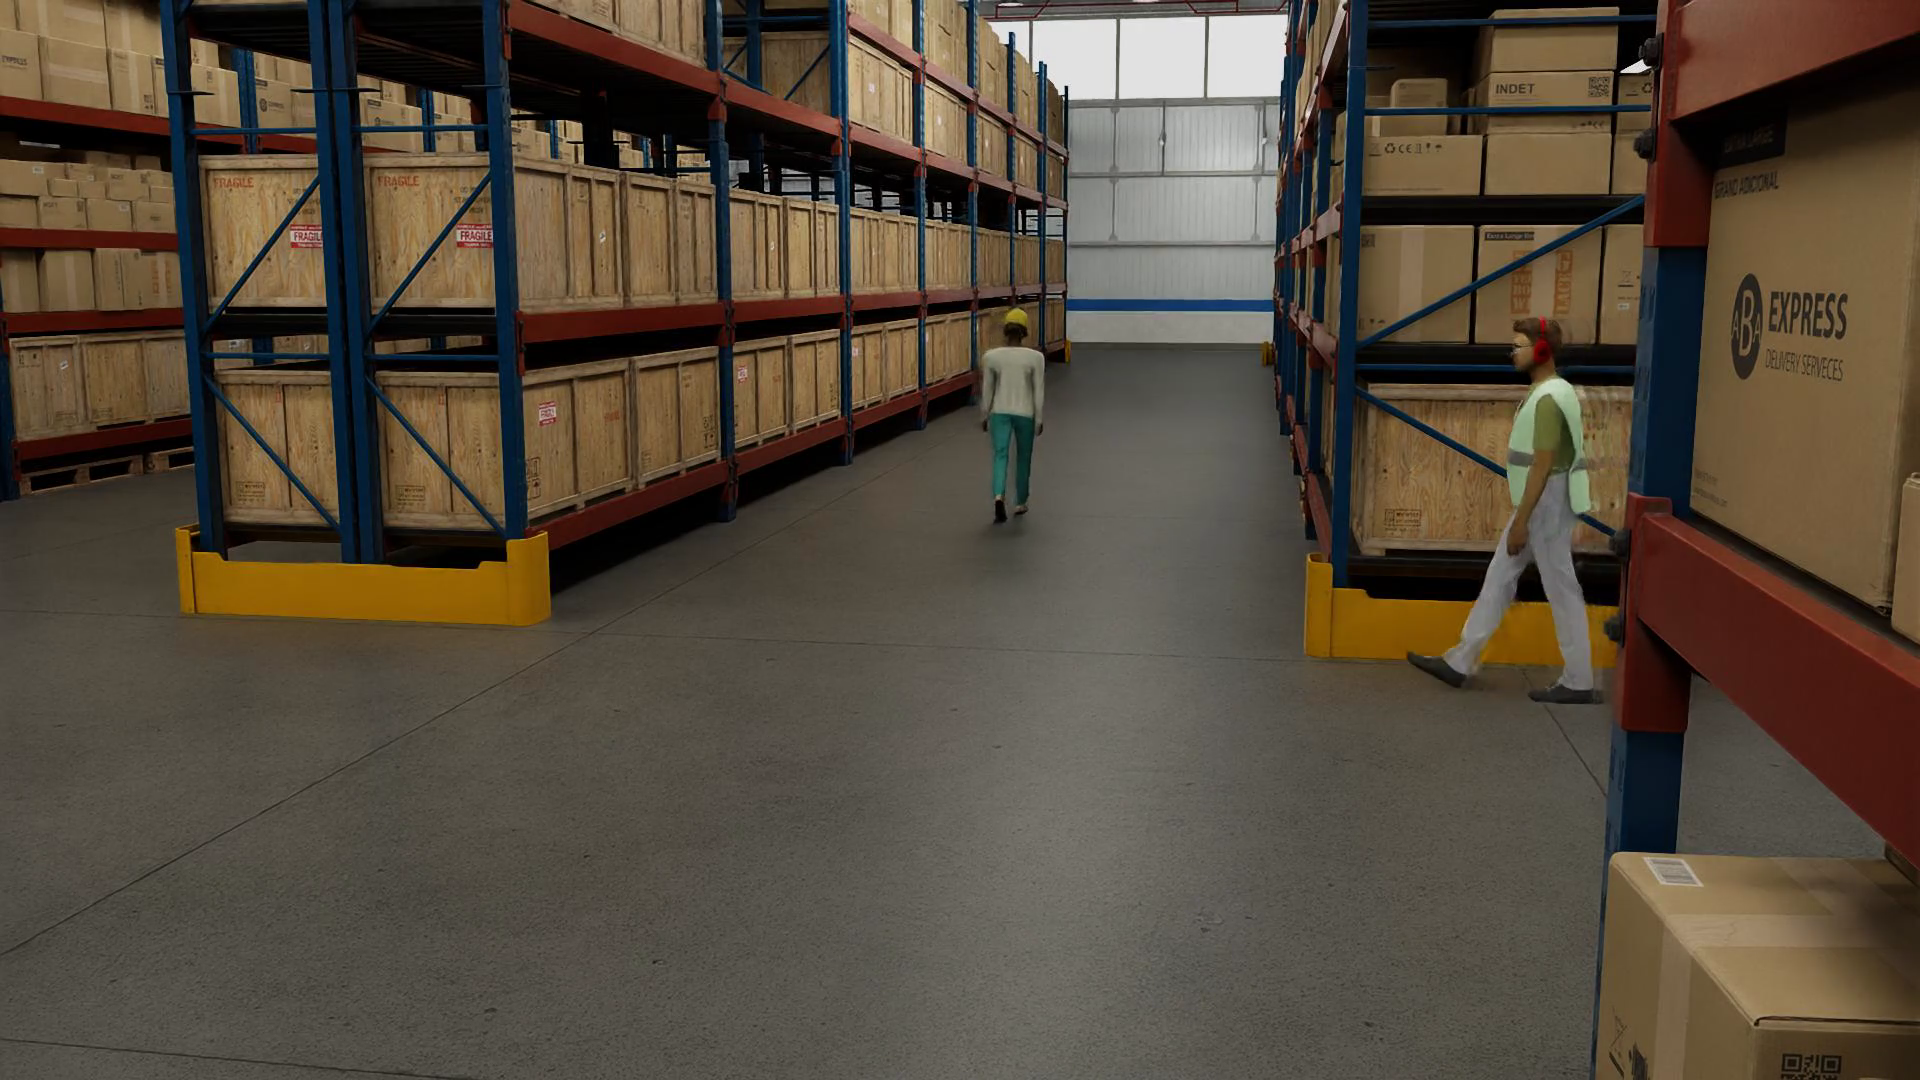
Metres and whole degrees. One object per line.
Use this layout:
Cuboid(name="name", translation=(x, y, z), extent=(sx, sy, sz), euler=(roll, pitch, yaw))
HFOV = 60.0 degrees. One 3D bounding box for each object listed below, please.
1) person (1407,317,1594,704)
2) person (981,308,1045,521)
Cuboid(name="person", translation=(2.584, -0.130, 7.798), extent=(0.907, 1.804, 0.594), euler=(2, 9, 12))
Cuboid(name="person", translation=(0.427, -1.033, 13.630), extent=(0.529, 1.734, 0.816), euler=(1, 9, 8))
